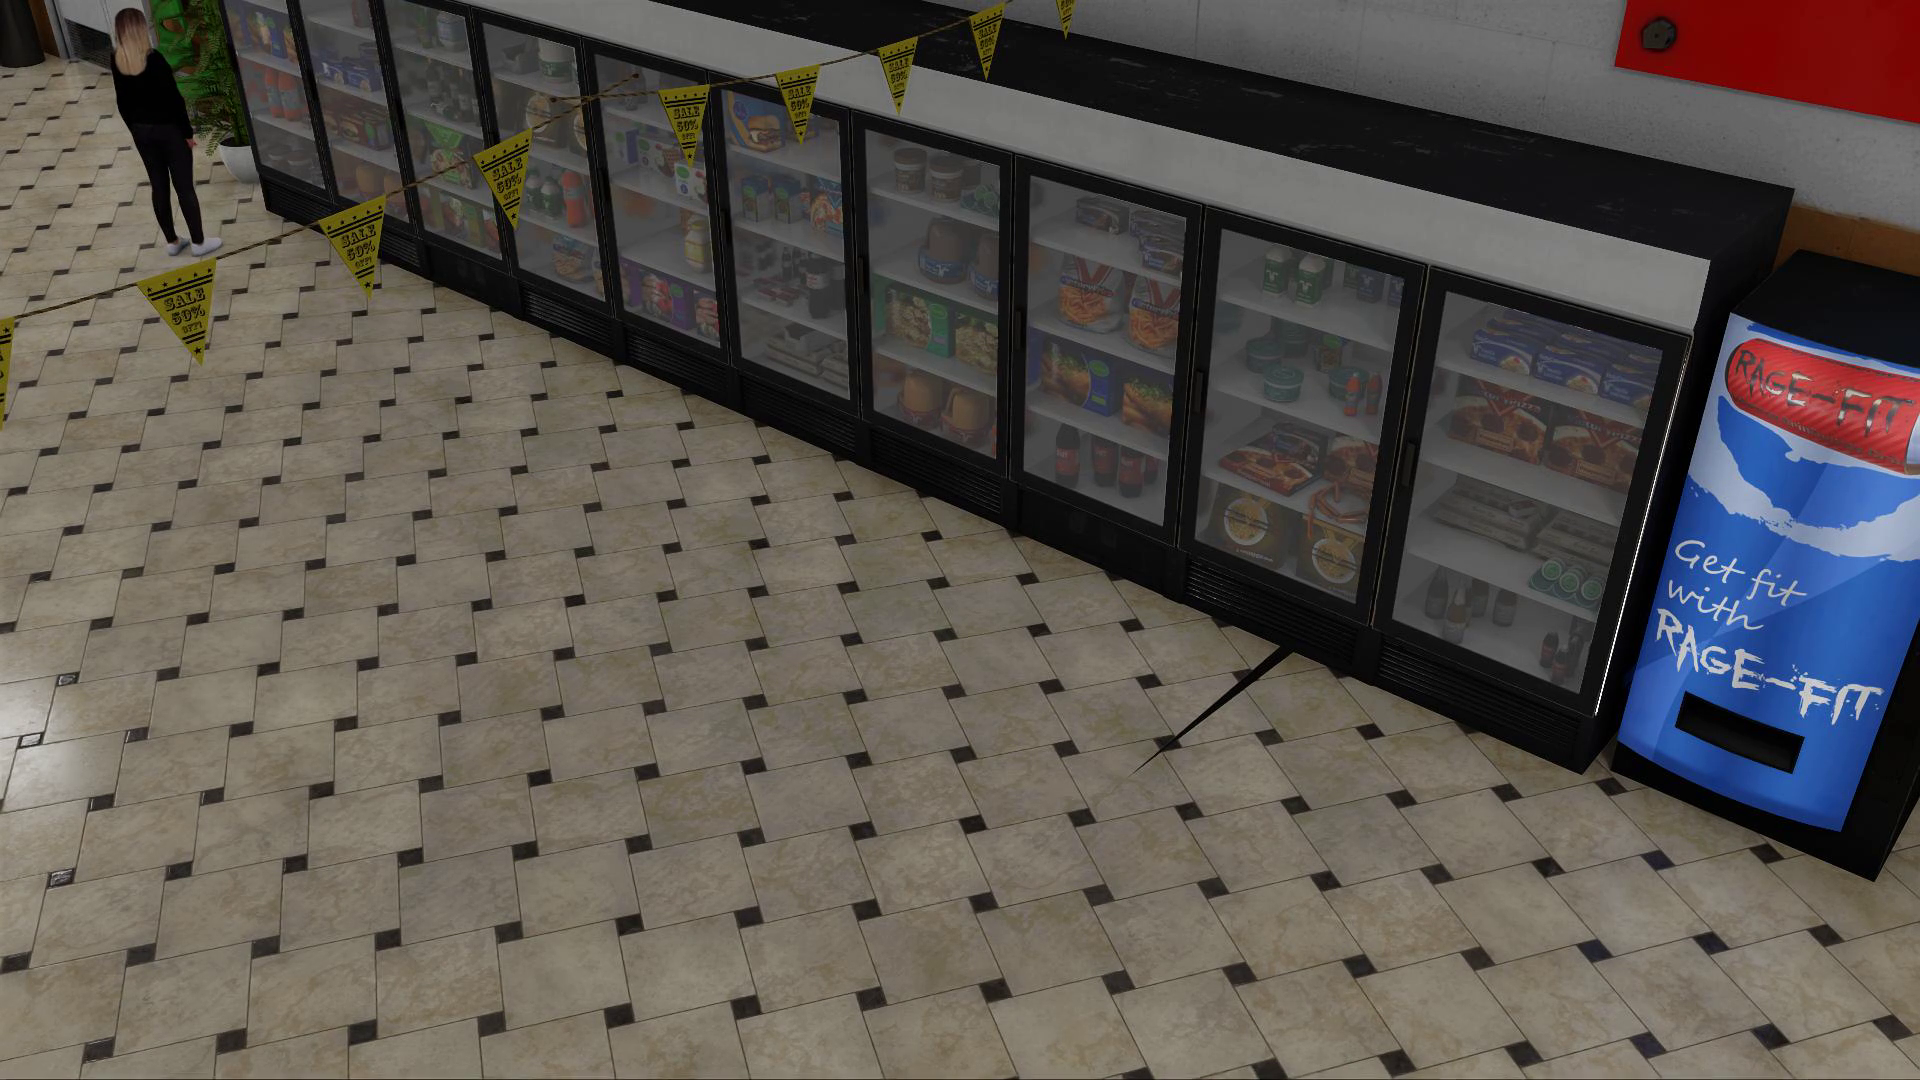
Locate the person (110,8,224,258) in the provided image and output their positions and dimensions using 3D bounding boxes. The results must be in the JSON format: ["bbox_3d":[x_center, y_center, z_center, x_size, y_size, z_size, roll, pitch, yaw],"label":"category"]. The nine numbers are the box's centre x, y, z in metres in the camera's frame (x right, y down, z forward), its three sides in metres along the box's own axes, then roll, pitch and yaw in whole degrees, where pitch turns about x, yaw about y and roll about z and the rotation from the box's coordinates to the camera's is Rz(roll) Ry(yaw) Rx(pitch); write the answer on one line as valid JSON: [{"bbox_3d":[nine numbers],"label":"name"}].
[{"bbox_3d":[-5.480,-2.770,11.373,0.698,1.686,0.703,5,32,8],"label":"person"}]
